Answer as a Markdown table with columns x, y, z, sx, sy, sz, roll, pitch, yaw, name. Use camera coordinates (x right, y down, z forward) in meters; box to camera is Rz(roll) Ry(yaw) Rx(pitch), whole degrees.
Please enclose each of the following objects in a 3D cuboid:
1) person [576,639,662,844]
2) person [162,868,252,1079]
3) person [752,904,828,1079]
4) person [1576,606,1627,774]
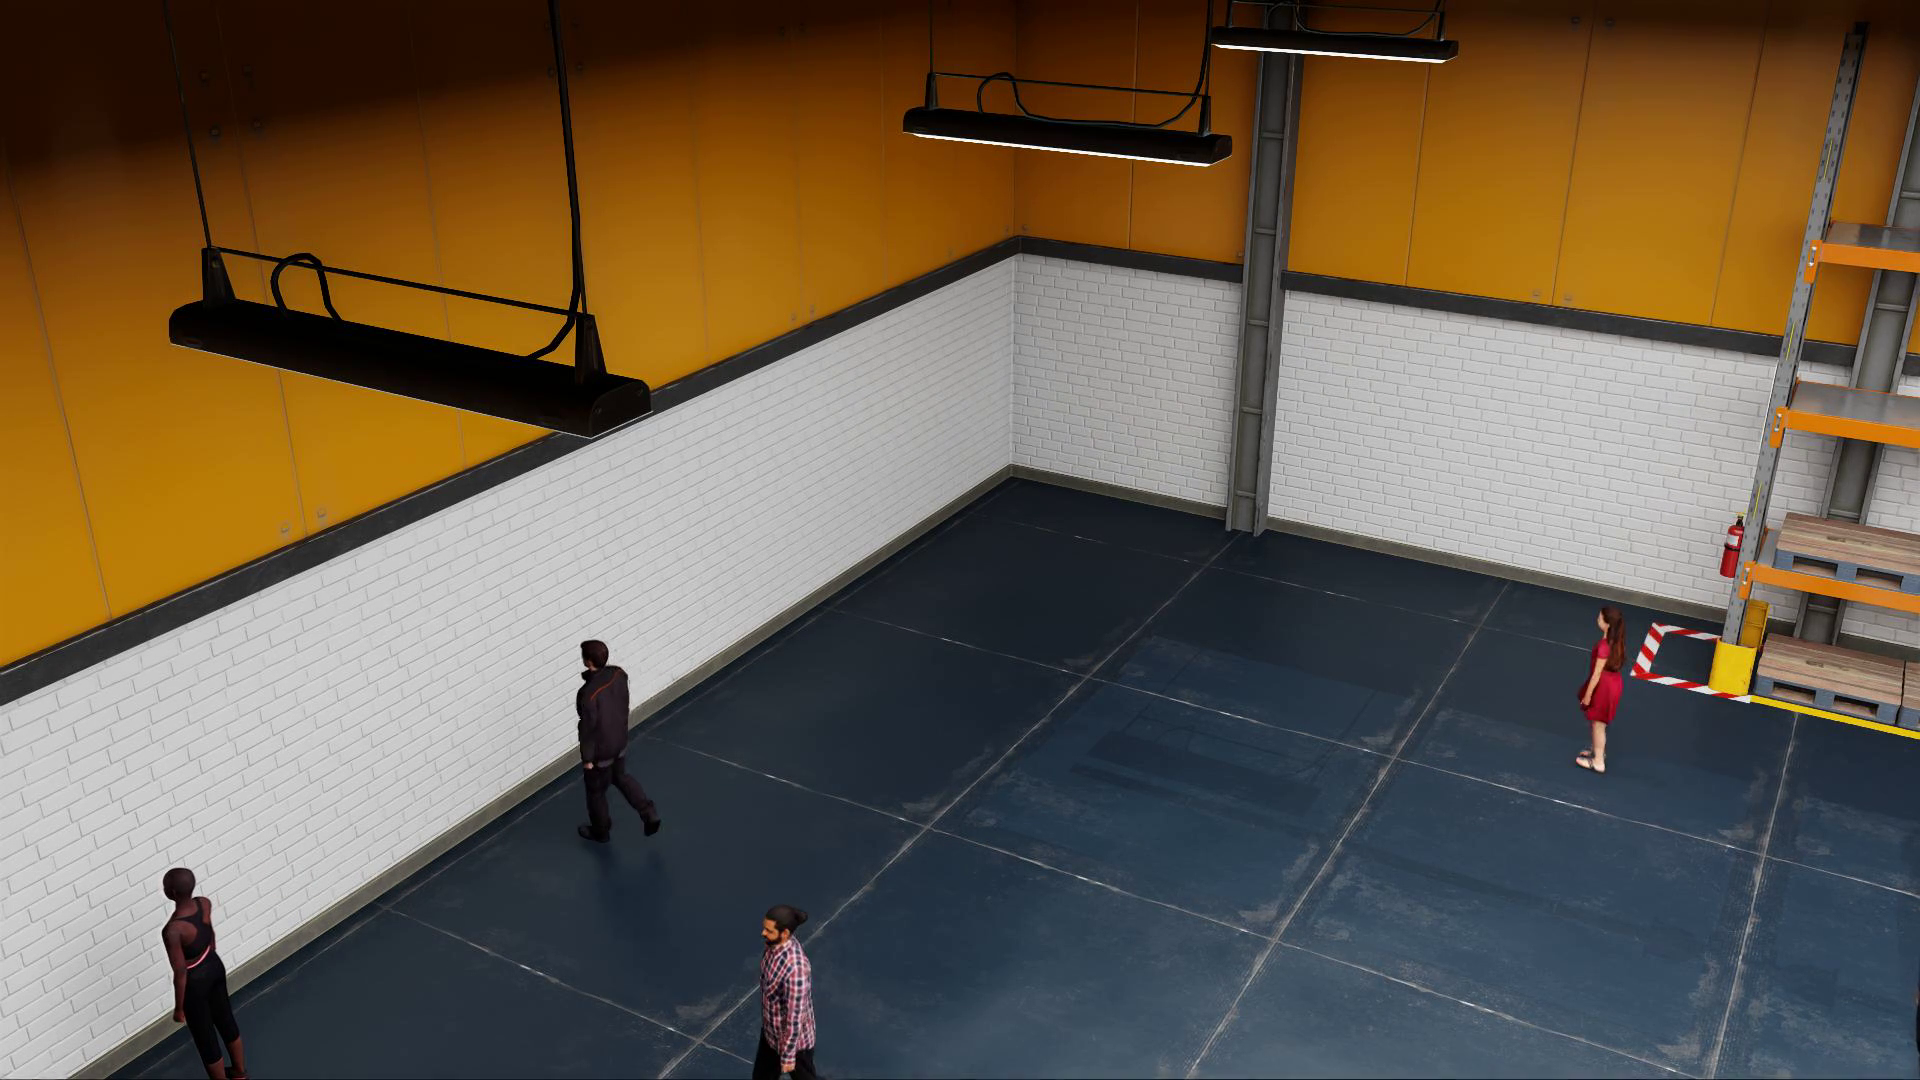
| x | y | z | sx | sy | sz | roll | pitch | yaw | name |
| --- | --- | --- | --- | --- | --- | --- | --- | --- | --- |
| -2.726 | 1.616 | 13.081 | 0.962 | 1.824 | 0.742 | 11 | 26 | 24 | person |
| -4.760 | 2.799 | 10.456 | 0.641 | 1.758 | 0.647 | 4 | 24 | 8 | person |
| -0.970 | 2.960 | 10.093 | 1.091 | 1.755 | 1.142 | -13 | 27 | -27 | person |
| 5.563 | 1.289 | 14.182 | 0.671 | 1.541 | 0.619 | 20 | 30 | 38 | person |
